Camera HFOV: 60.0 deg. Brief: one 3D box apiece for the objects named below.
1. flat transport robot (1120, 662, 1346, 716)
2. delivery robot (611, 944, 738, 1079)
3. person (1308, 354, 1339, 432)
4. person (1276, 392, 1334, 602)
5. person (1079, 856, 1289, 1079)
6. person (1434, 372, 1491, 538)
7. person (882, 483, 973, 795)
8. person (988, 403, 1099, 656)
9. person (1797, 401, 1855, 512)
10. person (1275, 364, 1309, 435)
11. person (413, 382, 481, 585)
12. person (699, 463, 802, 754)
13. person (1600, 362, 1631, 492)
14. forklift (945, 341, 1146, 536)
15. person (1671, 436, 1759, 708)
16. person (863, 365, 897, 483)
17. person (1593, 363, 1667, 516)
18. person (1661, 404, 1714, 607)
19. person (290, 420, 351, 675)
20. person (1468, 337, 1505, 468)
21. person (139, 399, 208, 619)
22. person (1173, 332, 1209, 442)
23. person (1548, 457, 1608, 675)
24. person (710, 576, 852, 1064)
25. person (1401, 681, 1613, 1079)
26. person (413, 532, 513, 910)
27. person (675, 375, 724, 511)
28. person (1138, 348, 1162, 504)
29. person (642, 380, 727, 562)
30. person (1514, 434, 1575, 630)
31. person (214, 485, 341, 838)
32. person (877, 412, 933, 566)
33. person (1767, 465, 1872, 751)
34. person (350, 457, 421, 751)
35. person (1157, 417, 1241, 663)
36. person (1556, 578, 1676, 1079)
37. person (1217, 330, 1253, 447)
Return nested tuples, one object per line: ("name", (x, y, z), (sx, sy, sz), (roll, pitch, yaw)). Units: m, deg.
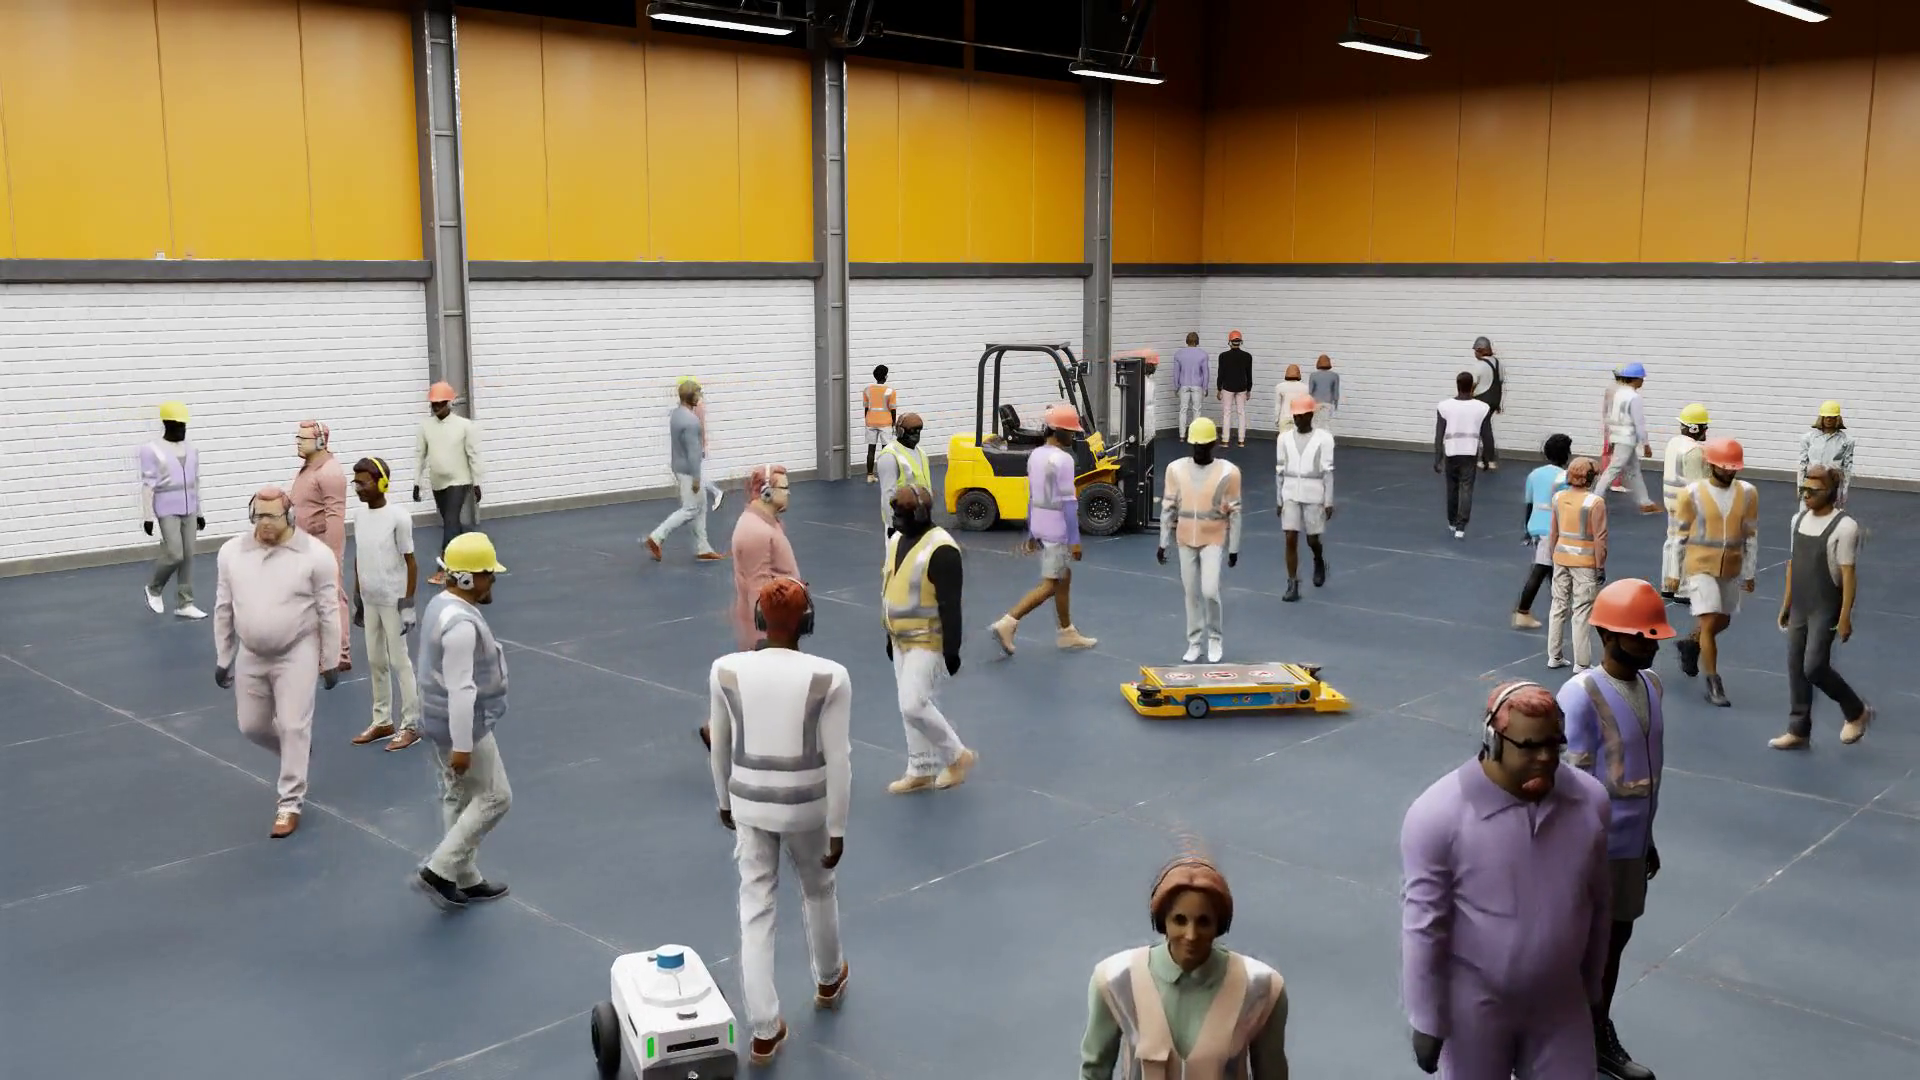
("flat transport robot", (1.882, 1.026, 11.546), (1.431, 0.197, 0.652), (-1, 9, -7))
("delivery robot", (-1.054, 1.728, 6.088), (0.477, 0.478, 0.707), (-4, 10, -21))
("person", (5.992, -2.247, 27.466), (0.522, 1.632, 0.345), (1, 9, 5))
("person", (3.180, -0.408, 15.311), (0.554, 1.916, 0.696), (5, 11, 29))
("person", (0.562, 1.559, 4.230), (0.524, 1.598, 0.877), (2, 9, 12))
("person", (5.725, -0.977, 18.947), (0.608, 1.863, 1.032), (3, 10, 16))
("person", (-0.232, 0.577, 9.546), (0.433, 1.822, 0.637), (-5, 11, -29))
("person", (0.657, -0.066, 12.991), (0.917, 2.008, 0.622), (-4, 10, -21))
("person", (8.538, -0.507, 16.447), (0.487, 1.744, 0.294), (4, 10, 23))
("person", (4.918, -1.790, 24.683), (0.497, 1.627, 0.287), (3, 10, 17))
("person", (-5.035, -0.586, 16.340), (0.648, 1.944, 1.038), (2, 9, 12))
("person", (-1.215, 0.482, 9.932), (0.559, 1.889, 0.655), (0, 9, -1))
("person", (8.979, -1.536, 22.680), (0.328, 1.767, 0.530), (-2, 10, -14))
("forklift", (0.977, -1.223, 19.452), (2.313, 2.155, 1.214), (2, 9, 11))
("person", (5.322, 0.178, 11.812), (0.573, 1.896, 0.843), (0, 9, 3))
("person", (-1.127, -1.626, 23.473), (0.530, 1.689, 0.321), (4, 10, 22))
("person", (8.172, -1.214, 20.354), (1.023, 1.897, 0.619), (1, 9, 4))
("person", (6.556, -0.314, 14.986), (0.404, 1.831, 0.600), (0, 9, 1))
("person", (-4.835, 0.050, 12.517), (0.407, 1.913, 0.641), (-7, 12, -39))
("person", (7.906, -2.139, 25.541), (0.708, 2.000, 0.976), (-8, 12, -40))
("person", (-6.809, -0.264, 14.402), (0.480, 1.914, 0.595), (4, 10, 22))
("person", (4.052, -2.673, 29.121), (0.635, 1.938, 0.359), (3, 10, 20))
("person", (4.626, 0.194, 12.472), (0.309, 1.637, 0.512), (-5, 10, -27))
("person", (-0.691, 1.045, 6.613), (0.582, 1.846, 0.910), (1, 9, 5))
("person", (1.588, 1.322, 4.780), (0.662, 1.886, 0.435), (-2, 9, -10))
("person", (-2.338, 0.861, 7.862), (0.433, 1.810, 0.588), (-5, 11, -28))
("person", (-3.243, -1.154, 20.400), (0.514, 1.746, 0.523), (-5, 11, -29))
("person", (2.347, -1.457, 21.406), (0.485, 2.024, 0.628), (-2, 9, -13))
("person", (-2.845, -0.687, 17.046), (0.813, 1.915, 0.635), (-3, 10, -20))
("person", (5.059, -0.072, 14.058), (0.890, 1.646, 0.542), (-3, 10, -17))
("person", (-3.705, 0.618, 9.094), (0.663, 1.884, 0.732), (0, 9, 0))
("person", (-0.443, -0.155, 14.004), (0.430, 1.839, 0.619), (5, 10, 26))
("person", (5.412, 0.431, 10.422), (0.518, 1.830, 0.518), (-2, 9, -12))
("person", (-3.650, 0.400, 10.512), (0.534, 1.864, 0.310), (5, 11, 29))
("person", (1.839, 0.009, 12.781), (0.609, 1.910, 0.466), (5, 10, 27))
("person", (2.379, 1.091, 6.048), (0.551, 1.936, 0.356), (-7, 12, -37))
("person", (4.679, -2.572, 28.365), (0.613, 1.988, 0.402), (-2, 9, -9))
